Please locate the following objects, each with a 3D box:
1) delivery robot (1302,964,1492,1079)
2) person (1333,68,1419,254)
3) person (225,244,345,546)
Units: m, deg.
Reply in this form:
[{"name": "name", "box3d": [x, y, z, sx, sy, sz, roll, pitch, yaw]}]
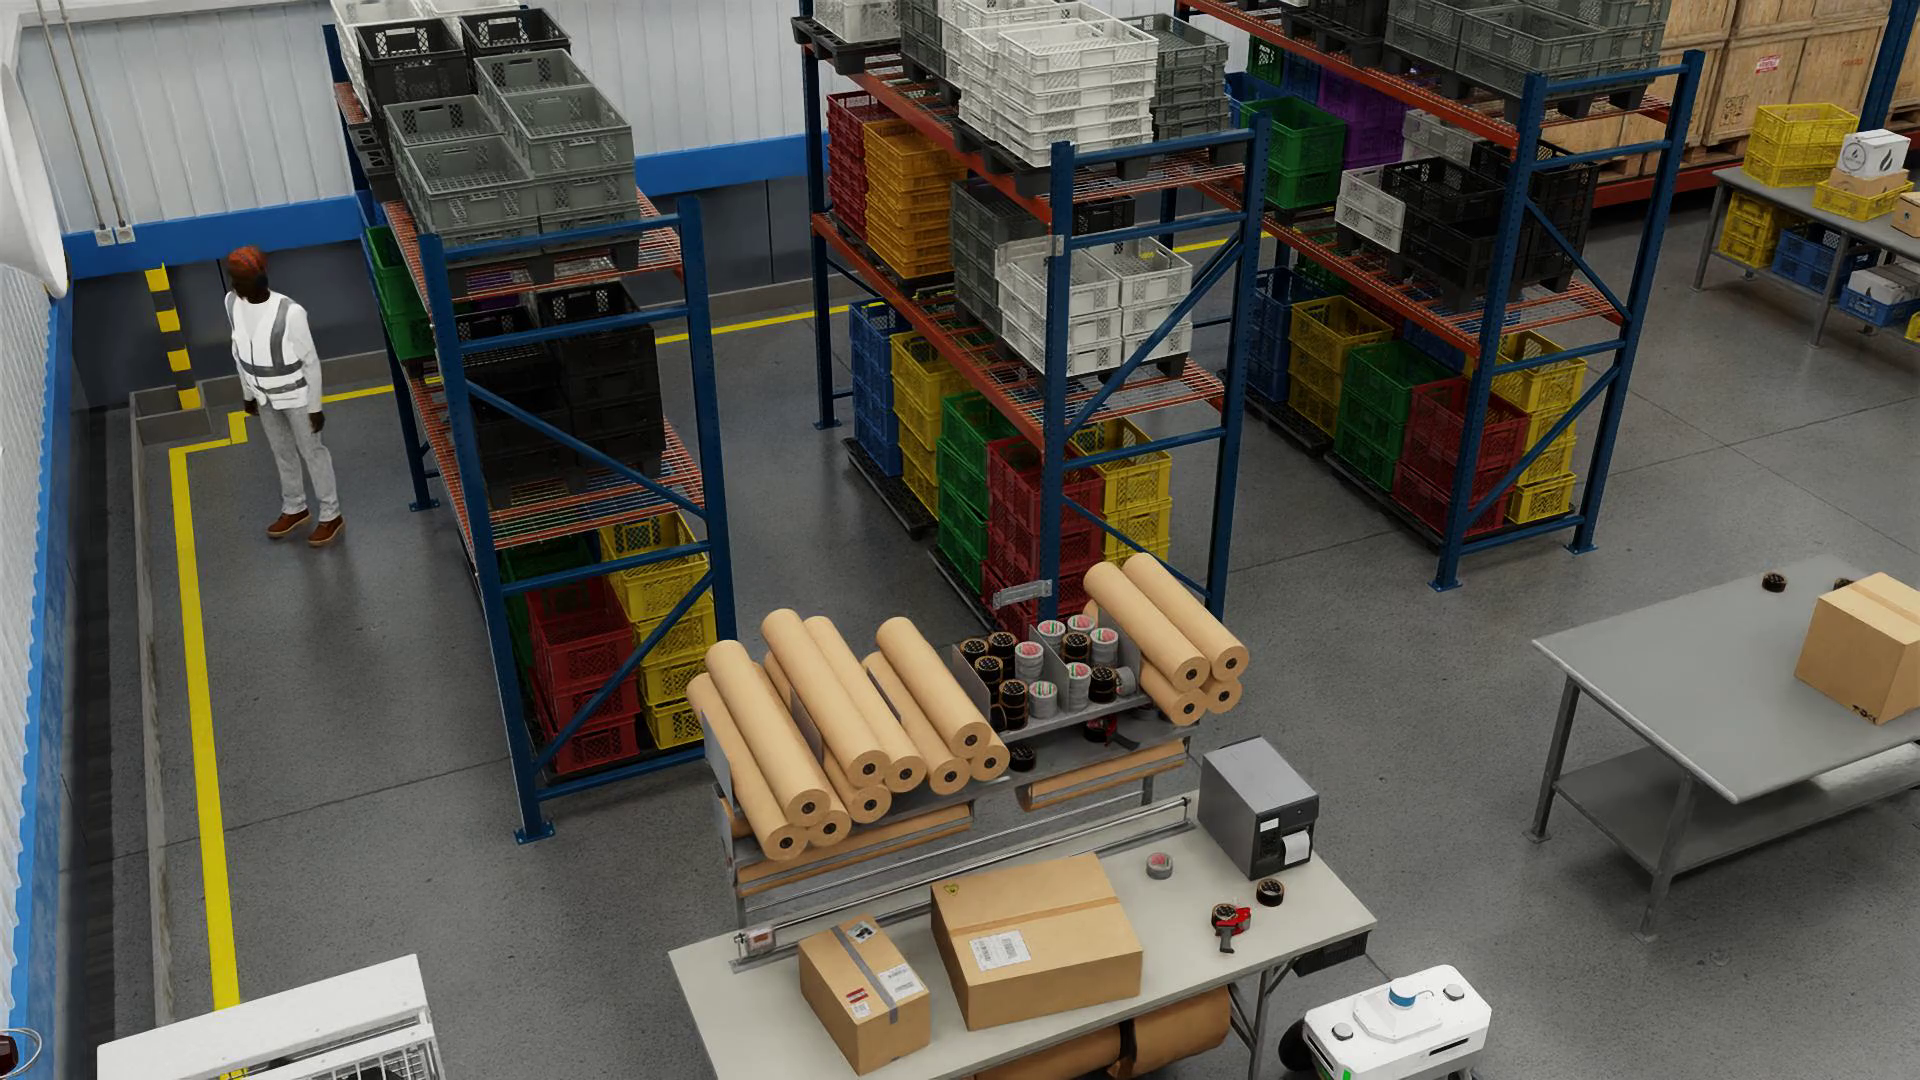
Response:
[{"name": "delivery robot", "box3d": [1.699, 1.913, 6.483, 0.707, 0.478, 0.477, -12, 34, -19]}, {"name": "person", "box3d": [3.396, -3.296, 13.729, 0.625, 1.933, 0.375, 18, 36, 26]}, {"name": "person", "box3d": [-3.991, -0.842, 9.786, 0.575, 1.883, 0.362, 13, 34, 20]}]
